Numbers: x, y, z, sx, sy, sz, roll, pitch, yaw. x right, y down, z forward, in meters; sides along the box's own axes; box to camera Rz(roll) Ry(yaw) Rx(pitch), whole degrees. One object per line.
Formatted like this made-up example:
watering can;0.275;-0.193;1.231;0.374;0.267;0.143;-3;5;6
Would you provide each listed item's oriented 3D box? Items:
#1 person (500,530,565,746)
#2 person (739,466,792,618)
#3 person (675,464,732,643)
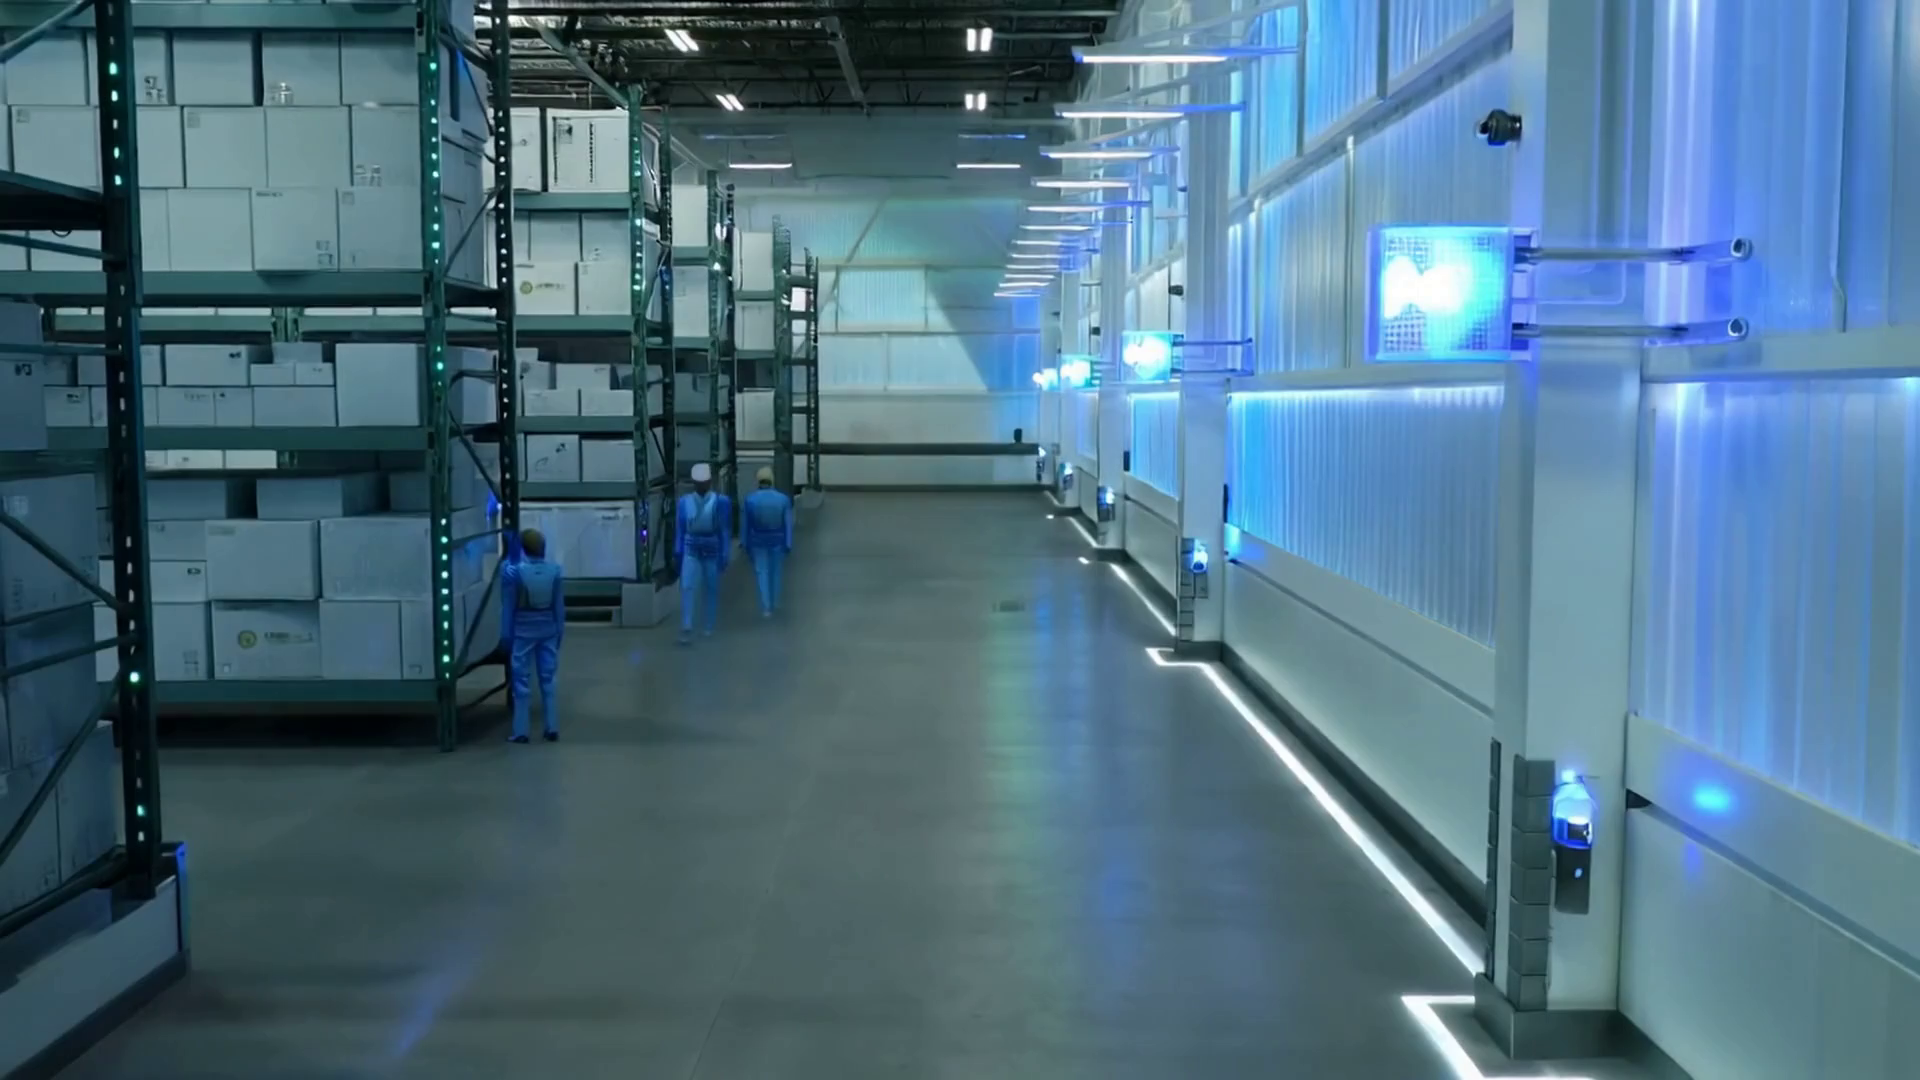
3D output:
person;-3.217;0.735;12.554;0.525;1.632;0.314;-5;7;-43
person;-2.346;0.018;19.893;0.605;1.798;0.736;-2;5;-18
person;-2.761;0.151;17.731;0.644;1.905;0.937;0;5;4
